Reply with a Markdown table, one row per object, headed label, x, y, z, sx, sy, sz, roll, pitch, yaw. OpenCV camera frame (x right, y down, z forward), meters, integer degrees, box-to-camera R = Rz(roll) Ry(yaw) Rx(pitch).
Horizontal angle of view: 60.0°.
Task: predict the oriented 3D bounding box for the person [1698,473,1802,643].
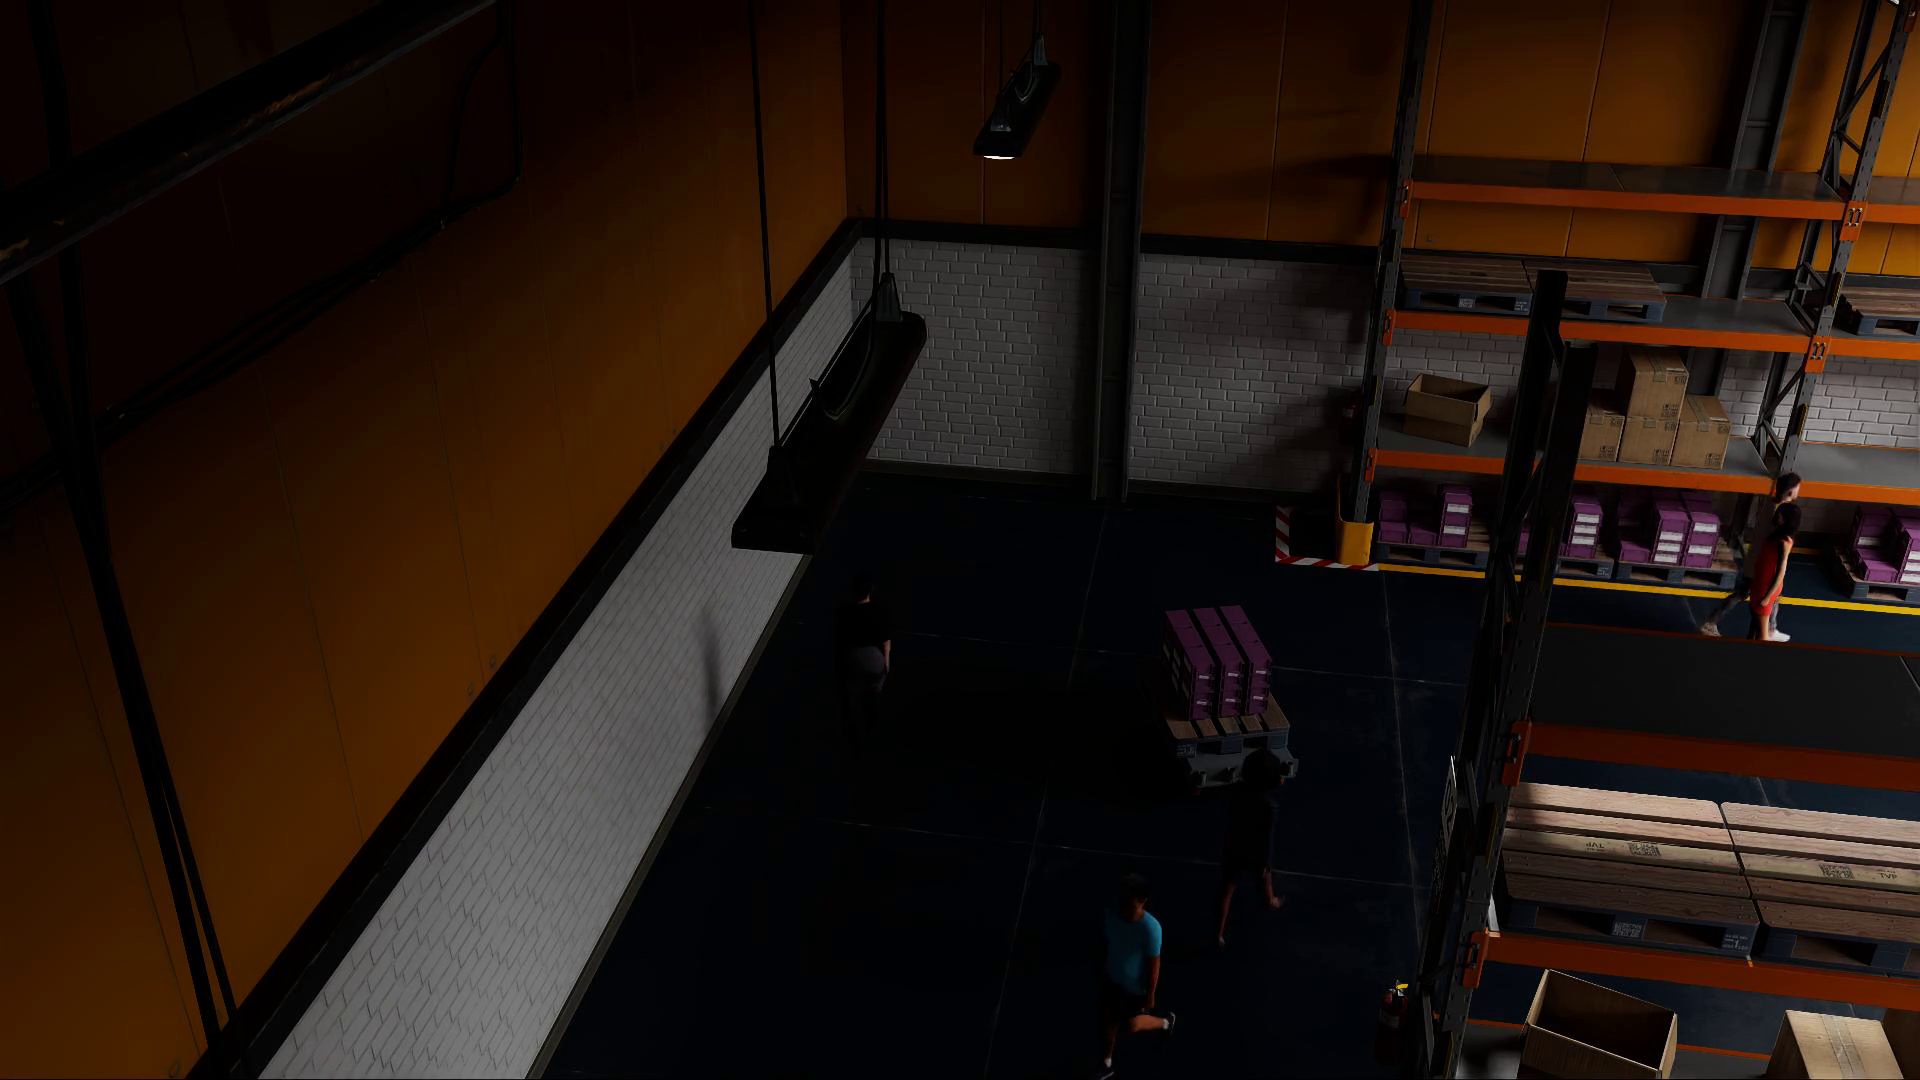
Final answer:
| label | x | y | z | sx | sy | sz | roll | pitch | yaw |
| --- | --- | --- | --- | --- | --- | --- | --- | --- | --- |
| person | 7.527 | 0.212 | 15.735 | 1.213 | 1.802 | 0.897 | -3 | 29 | -6 |

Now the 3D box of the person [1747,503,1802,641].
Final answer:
| label | x | y | z | sx | sy | sz | roll | pitch | yaw |
| --- | --- | --- | --- | --- | --- | --- | --- | --- | --- |
| person | 7.495 | 0.419 | 15.442 | 0.516 | 1.719 | 0.579 | 5 | 29 | 10 |

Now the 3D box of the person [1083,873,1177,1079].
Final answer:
| label | x | y | z | sx | sy | sz | roll | pitch | yaw |
| --- | --- | --- | --- | --- | --- | --- | --- | --- | --- |
| person | 1.168 | 2.853 | 10.943 | 1.062 | 1.756 | 1.033 | -21 | 35 | -33 |

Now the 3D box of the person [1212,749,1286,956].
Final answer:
| label | x | y | z | sx | sy | sz | roll | pitch | yaw |
| --- | --- | --- | --- | --- | --- | --- | --- | --- | --- |
| person | 2.029 | 2.316 | 12.039 | 1.085 | 1.649 | 1.055 | 22 | 36 | 34 |

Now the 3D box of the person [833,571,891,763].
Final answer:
| label | x | y | z | sx | sy | sz | roll | pitch | yaw |
| --- | --- | --- | --- | --- | --- | --- | --- | --- | --- |
| person | -0.848 | 1.100 | 14.173 | 1.011 | 1.739 | 0.826 | 1 | 29 | 2 |
